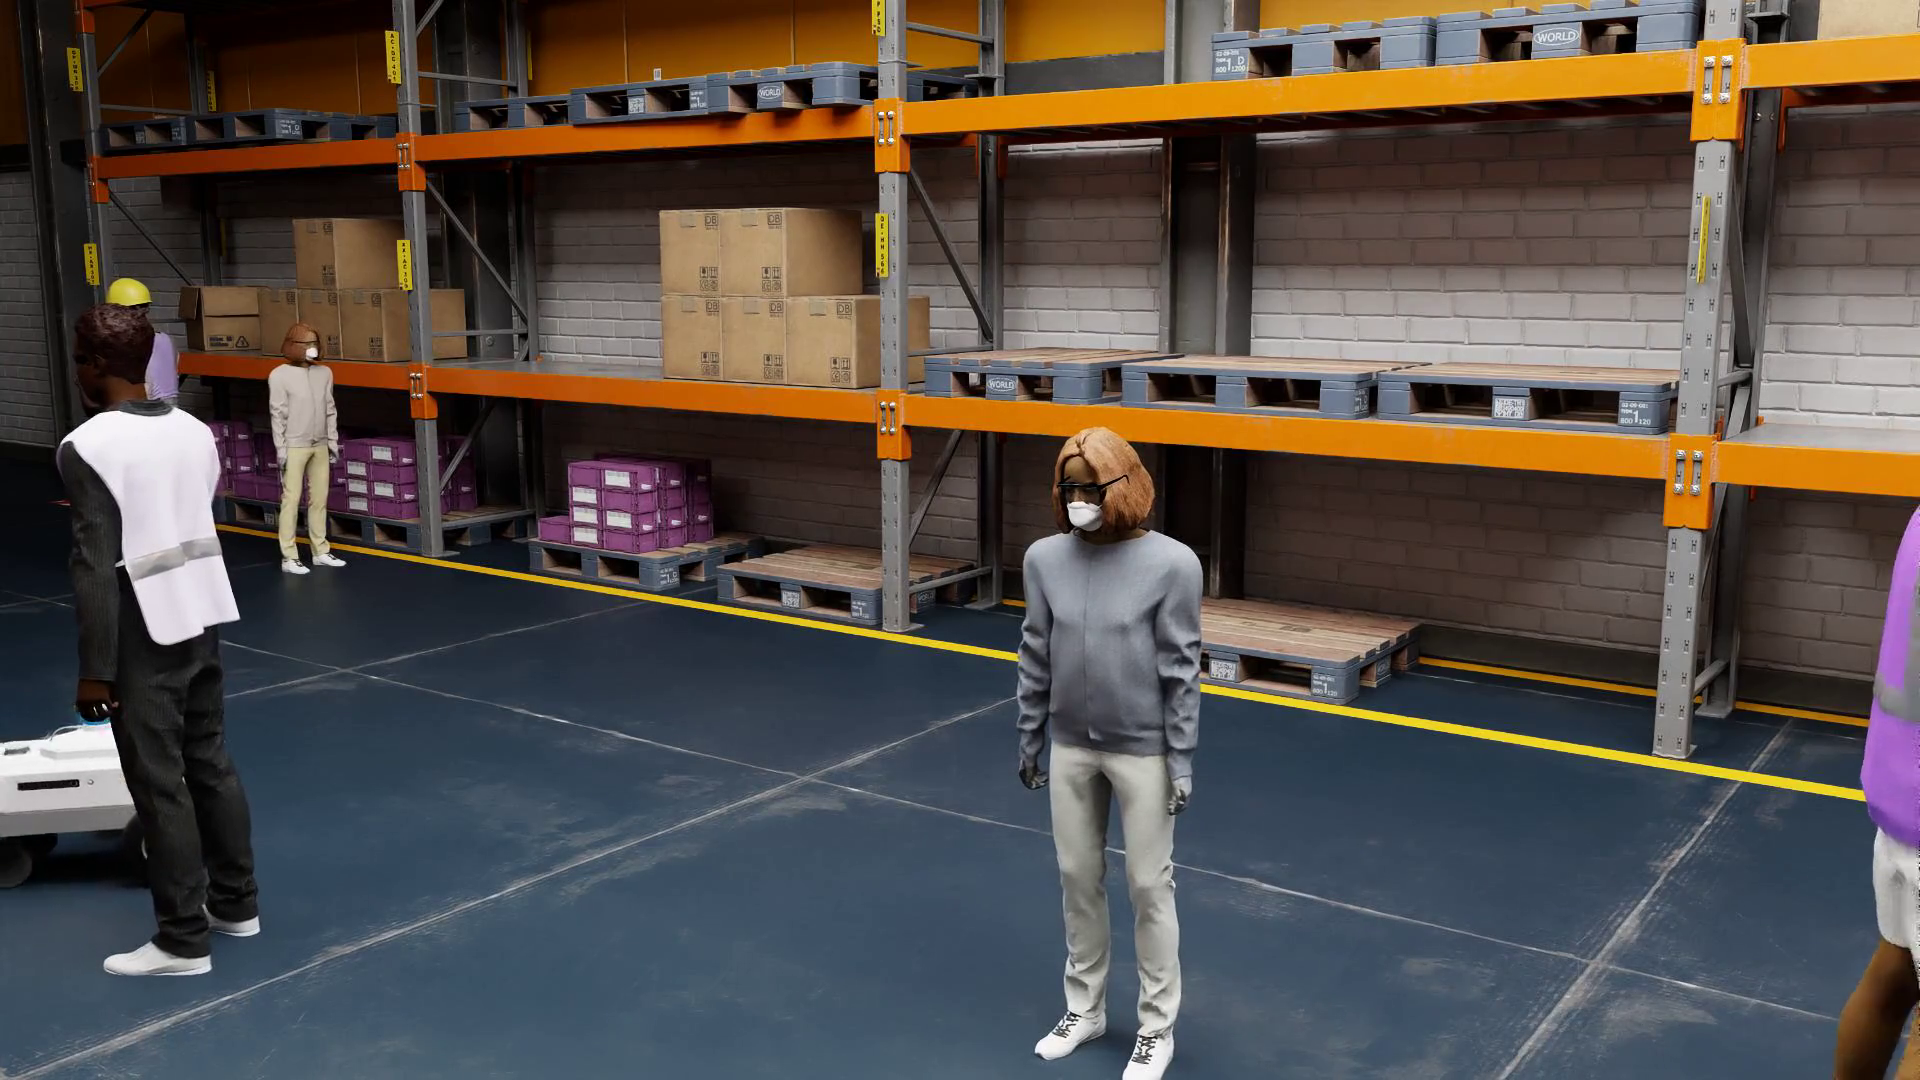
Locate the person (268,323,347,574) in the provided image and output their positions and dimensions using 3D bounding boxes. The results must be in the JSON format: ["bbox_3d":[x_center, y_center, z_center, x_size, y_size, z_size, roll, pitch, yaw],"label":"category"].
[{"bbox_3d":[-4.257,-0.595,10.827,0.285,1.626,0.493,5,11,27],"label":"person"}]

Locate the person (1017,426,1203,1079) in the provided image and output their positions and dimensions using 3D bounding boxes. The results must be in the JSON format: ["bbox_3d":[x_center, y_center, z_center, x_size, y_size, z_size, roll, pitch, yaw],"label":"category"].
[{"bbox_3d":[0.357,0.528,4.136,0.503,1.623,0.298,6,11,31],"label":"person"}]

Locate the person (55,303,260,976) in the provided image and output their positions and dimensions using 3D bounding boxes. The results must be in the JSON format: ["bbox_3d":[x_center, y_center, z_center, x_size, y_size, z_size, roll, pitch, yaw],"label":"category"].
[{"bbox_3d":[-2.290,0.286,4.760,0.418,1.908,0.595,1,10,8],"label":"person"}]

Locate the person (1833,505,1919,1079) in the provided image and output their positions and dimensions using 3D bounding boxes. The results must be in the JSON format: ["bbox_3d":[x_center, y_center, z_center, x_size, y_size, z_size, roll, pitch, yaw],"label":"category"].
[{"bbox_3d":[1.986,0.525,3.261,0.389,1.930,0.555,4,10,23],"label":"person"}]

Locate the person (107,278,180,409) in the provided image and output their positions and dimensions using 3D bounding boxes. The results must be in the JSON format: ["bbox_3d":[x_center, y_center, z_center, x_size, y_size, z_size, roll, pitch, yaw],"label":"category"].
[{"bbox_3d":[-4.971,-0.627,10.144,0.397,1.918,0.588,1,10,5],"label":"person"}]

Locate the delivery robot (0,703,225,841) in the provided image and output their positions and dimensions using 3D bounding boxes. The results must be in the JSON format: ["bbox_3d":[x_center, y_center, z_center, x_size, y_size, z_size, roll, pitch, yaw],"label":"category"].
[{"bbox_3d":[-2.838,0.782,5.517,0.707,0.478,0.477,-2,10,-12],"label":"delivery robot"}]
